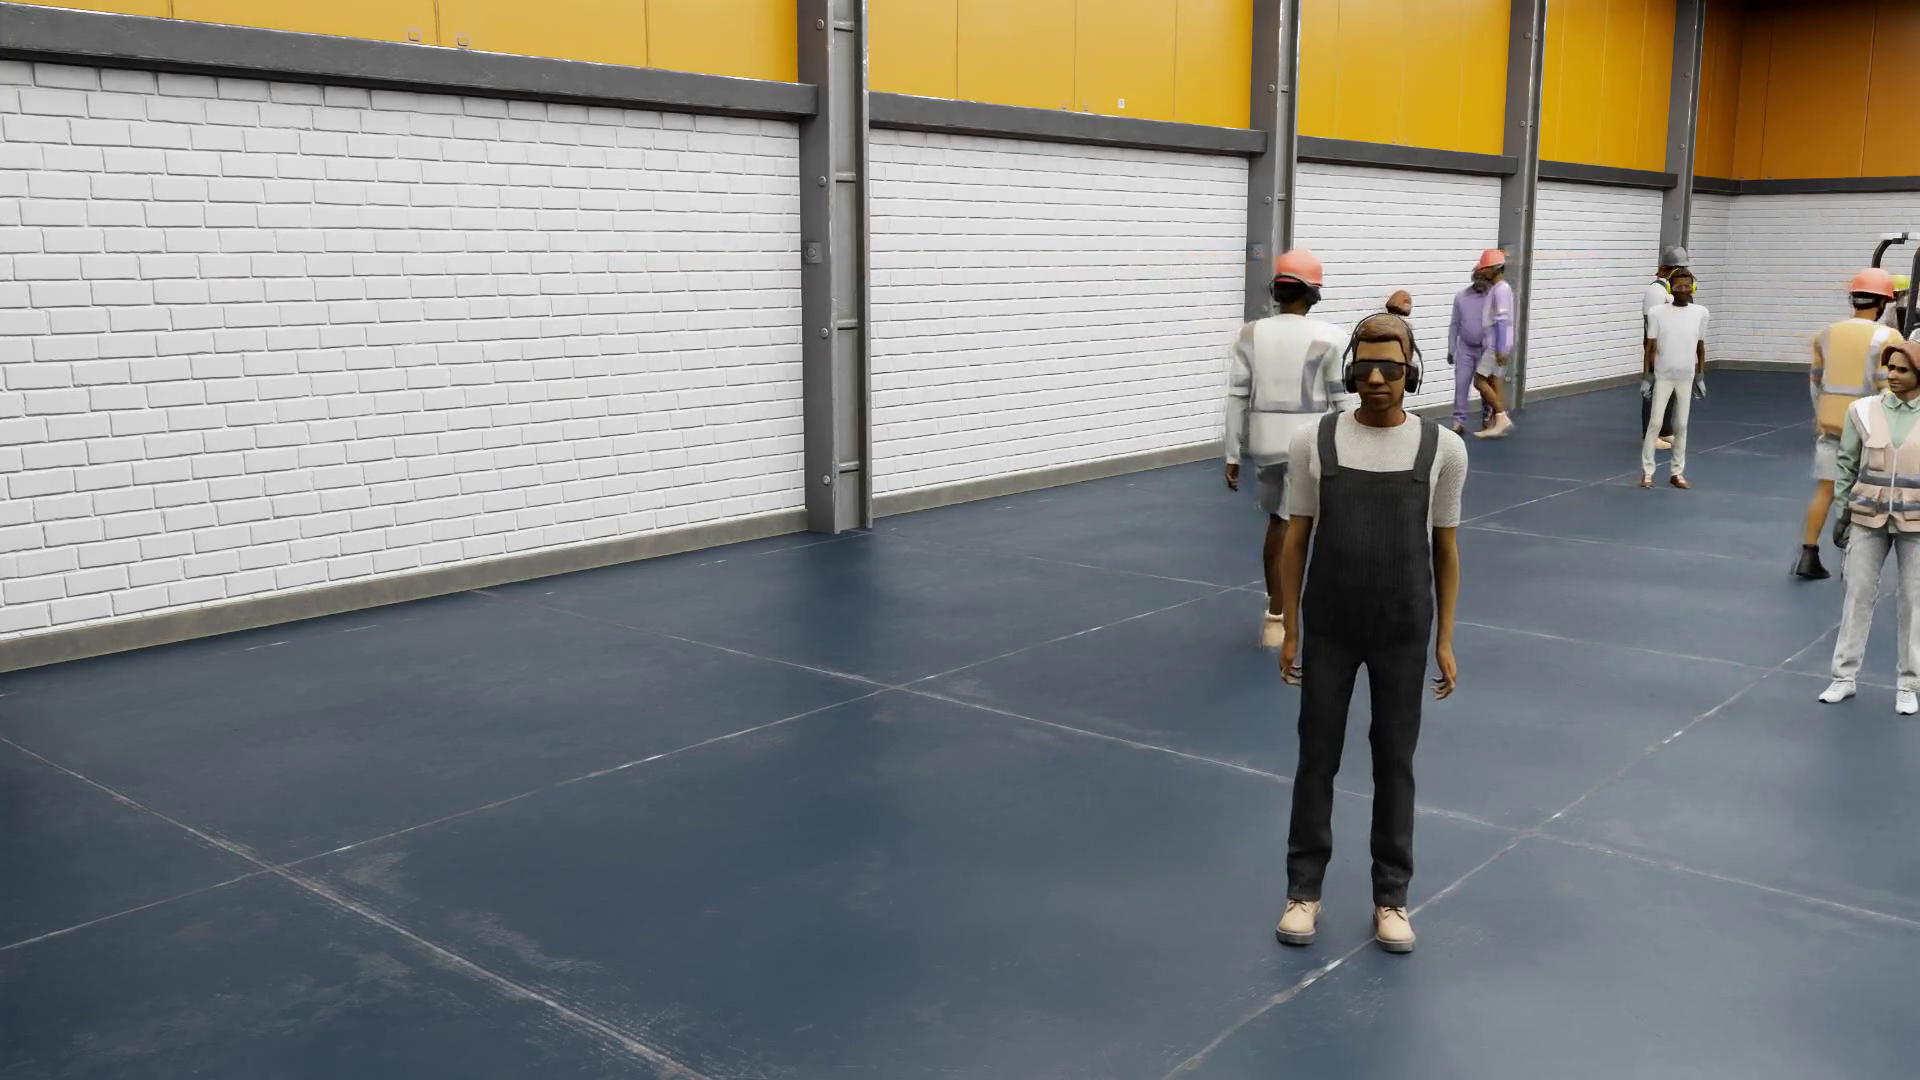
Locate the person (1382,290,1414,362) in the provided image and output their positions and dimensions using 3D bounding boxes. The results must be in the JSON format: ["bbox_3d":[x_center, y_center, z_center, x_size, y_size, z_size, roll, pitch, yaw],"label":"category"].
[{"bbox_3d":[4.258,-1.665,16.471,0.361,1.612,0.534,-5,11,-28],"label":"person"}]

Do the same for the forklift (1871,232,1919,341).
[{"bbox_3d":[9.955,-1.972,16.595,2.313,2.155,1.214,1,10,8],"label":"forklift"}]

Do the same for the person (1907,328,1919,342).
[{"bbox_3d":[5.871,-0.646,9.861,0.701,1.909,0.574,-10,14,-44],"label":"person"}]

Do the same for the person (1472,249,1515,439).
[{"bbox_3d":[5.646,-2.069,17.644,0.416,2.019,0.605,4,11,20],"label":"person"}]

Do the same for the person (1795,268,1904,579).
[{"bbox_3d":[5.383,-0.687,10.101,0.593,1.904,0.570,-7,12,-33],"label":"person"}]

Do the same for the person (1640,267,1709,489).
[{"bbox_3d":[6.022,-1.358,14.025,0.533,1.868,0.310,1,10,8],"label":"person"}]

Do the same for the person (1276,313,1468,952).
[{"bbox_3d":[1.178,0.273,4.806,0.505,1.847,0.349,2,10,14],"label":"person"}]

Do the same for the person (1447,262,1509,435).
[{"bbox_3d":[5.643,-2.073,18.065,0.707,1.878,0.551,6,12,32],"label":"person"}]

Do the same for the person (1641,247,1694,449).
[{"bbox_3d":[7.229,-1.944,16.875,0.688,2.000,0.539,-10,14,-44],"label":"person"}]

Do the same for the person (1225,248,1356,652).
[{"bbox_3d":[1.725,-0.461,8.472,0.631,2.018,0.741,7,12,34],"label":"person"}]

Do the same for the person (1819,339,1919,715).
[{"bbox_3d":[4.097,-0.057,7.282,0.515,1.636,0.315,9,13,40],"label":"person"}]

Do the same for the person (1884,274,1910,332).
[{"bbox_3d":[10.073,-1.985,17.944,0.364,1.742,0.561,1,10,7],"label":"person"}]
